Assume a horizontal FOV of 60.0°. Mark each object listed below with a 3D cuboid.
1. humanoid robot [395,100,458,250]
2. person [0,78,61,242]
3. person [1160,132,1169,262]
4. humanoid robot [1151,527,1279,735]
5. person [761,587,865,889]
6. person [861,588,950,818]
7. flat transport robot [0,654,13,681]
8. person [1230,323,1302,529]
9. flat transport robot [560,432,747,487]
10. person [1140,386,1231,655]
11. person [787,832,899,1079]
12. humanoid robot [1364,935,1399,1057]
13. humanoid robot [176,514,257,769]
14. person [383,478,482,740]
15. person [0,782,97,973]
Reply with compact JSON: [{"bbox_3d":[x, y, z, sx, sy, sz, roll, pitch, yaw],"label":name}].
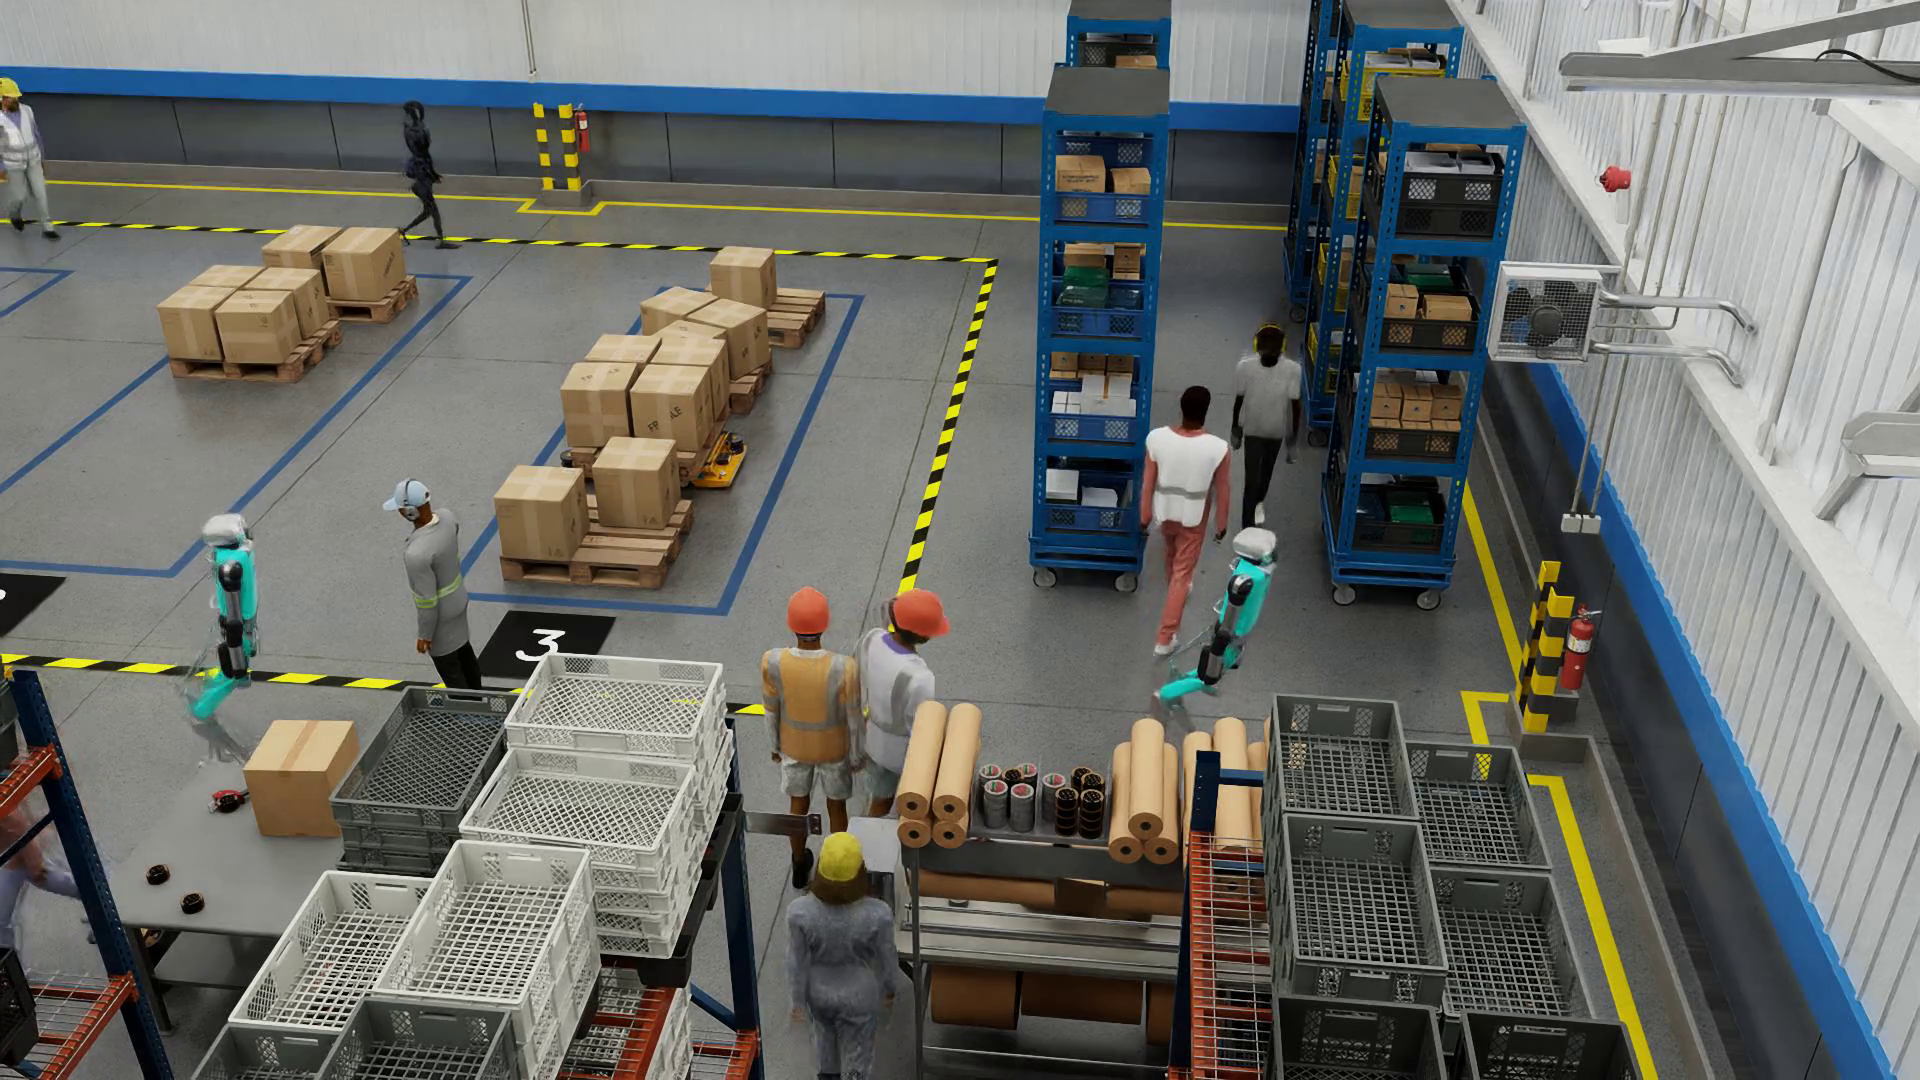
[{"bbox_3d":[-5.924,-3.966,18.104,0.688,1.637,0.593,-2,30,-3],"label":"humanoid robot"},{"bbox_3d":[-10.395,-4.202,18.359,0.596,1.805,0.599,19,35,30],"label":"person"},{"bbox_3d":[2.058,-3.884,17.759,0.309,1.864,0.529,3,30,5],"label":"person"},{"bbox_3d":[1.407,0.669,10.061,0.878,1.771,0.586,16,34,26],"label":"humanoid robot"},{"bbox_3d":[-0.786,1.104,9.115,0.550,1.942,0.341,4,30,7],"label":"person"},{"bbox_3d":[-0.233,1.083,9.098,0.851,1.989,0.635,-22,37,-32],"label":"person"},{"bbox_3d":[-7.142,0.969,11.010,1.431,0.231,0.659,3,30,6],"label":"flat transport robot"},{"bbox_3d":[2.283,-0.806,12.526,0.489,1.809,1.004,2,30,3],"label":"person"},{"bbox_3d":[-2.554,-0.707,13.861,1.431,0.197,0.652,3,30,6],"label":"flat transport robot"},{"bbox_3d":[1.538,-0.178,11.400,0.591,1.860,1.029,14,33,22],"label":"person"},{"bbox_3d":[-0.529,2.041,7.716,0.503,1.728,0.622,2,30,3],"label":"person"},{"bbox_3d":[2.039,2.211,7.496,0.565,1.628,0.607,-10,32,-16],"label":"humanoid robot"},{"bbox_3d":[-4.540,0.719,10.035,0.822,1.831,0.532,-8,31,-14],"label":"humanoid robot"},{"bbox_3d":[-3.263,0.437,10.354,0.394,1.848,0.586,2,30,4],"label":"person"},{"bbox_3d":[-4.873,1.561,8.556,0.924,1.720,0.531,-25,38,-36],"label":"person"}]
